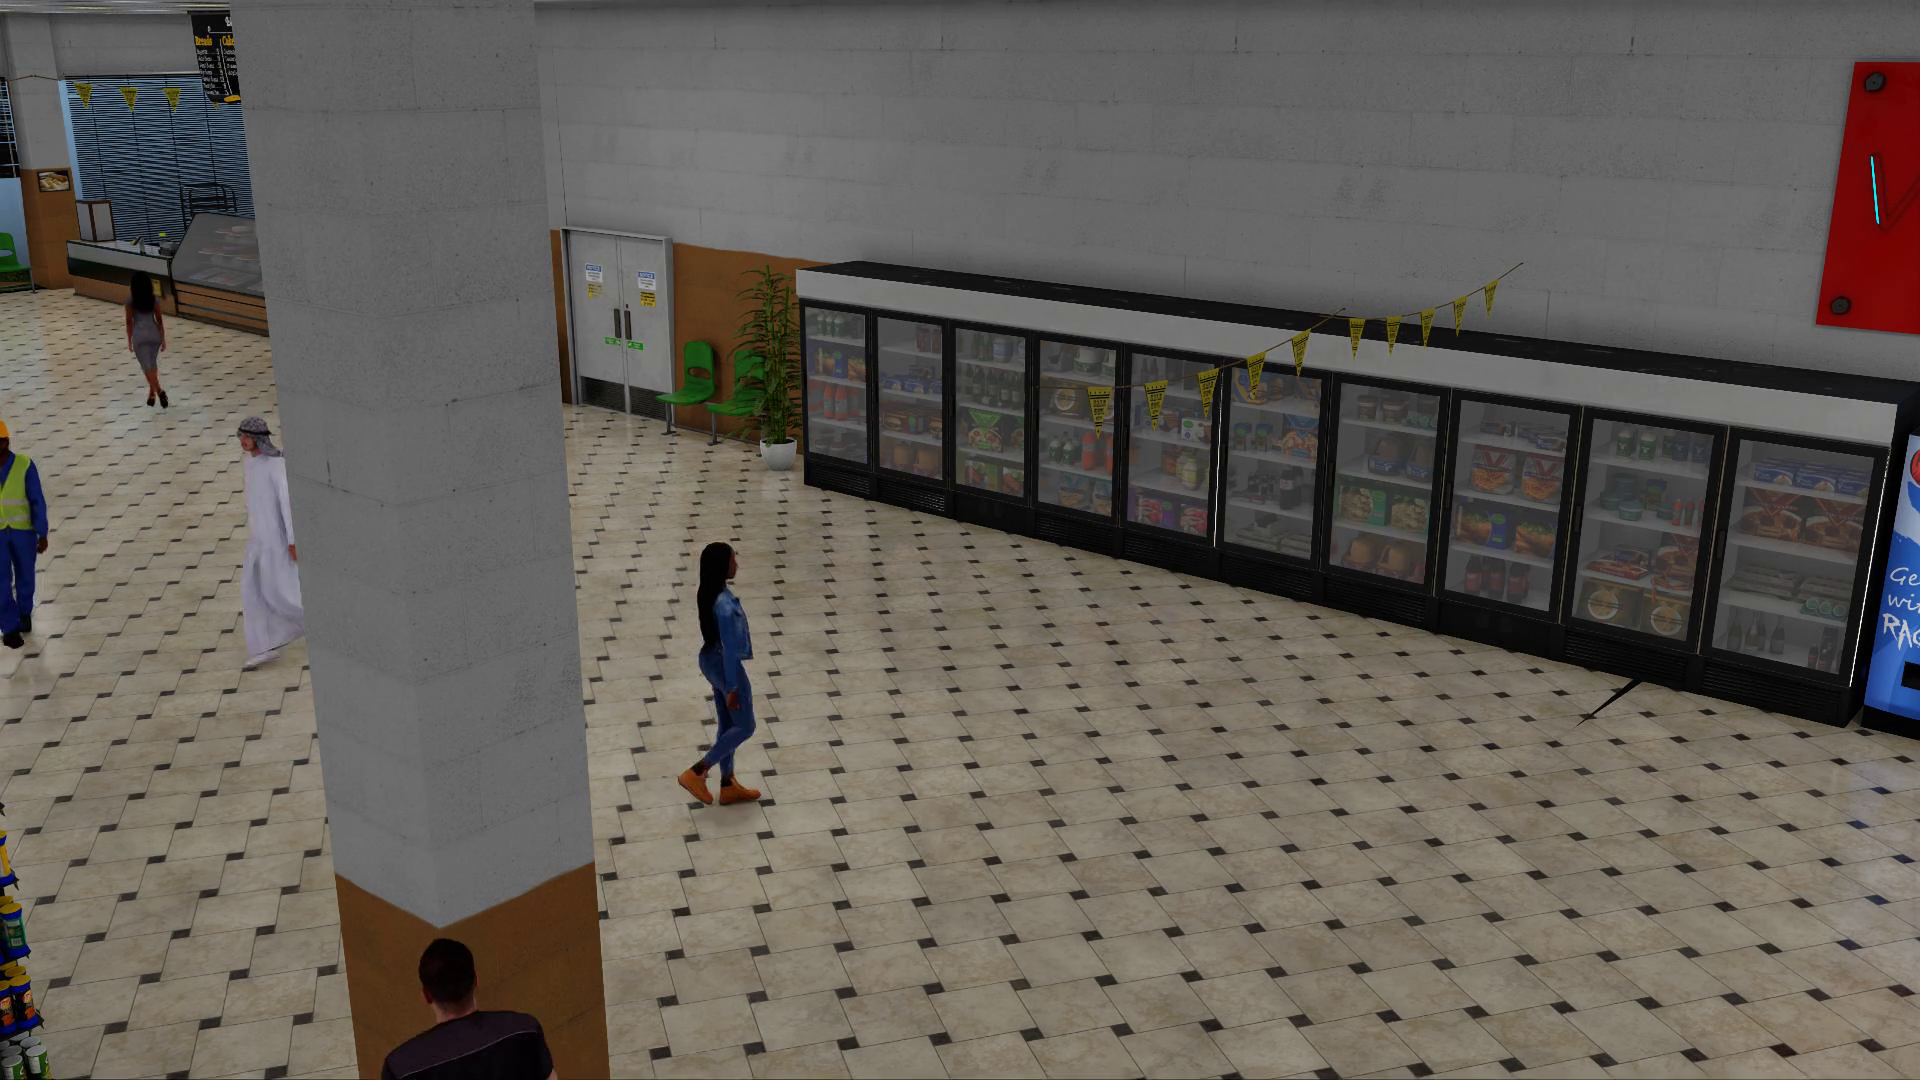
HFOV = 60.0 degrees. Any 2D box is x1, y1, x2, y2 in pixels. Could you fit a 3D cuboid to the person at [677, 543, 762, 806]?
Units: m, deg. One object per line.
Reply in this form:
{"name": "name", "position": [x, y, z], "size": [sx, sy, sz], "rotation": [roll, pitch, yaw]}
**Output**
{"name": "person", "position": [-1.529, 0.849, 10.141], "size": [0.886, 1.699, 0.781], "rotation": [-7, 18, -23]}

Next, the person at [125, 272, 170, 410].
{"name": "person", "position": [-10.233, -2.470, 20.985], "size": [1.022, 1.750, 0.721], "rotation": [-16, 23, -42]}

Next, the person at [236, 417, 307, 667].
{"name": "person", "position": [-5.134, -0.020, 12.675], "size": [0.737, 1.890, 1.130], "rotation": [13, 21, 37]}

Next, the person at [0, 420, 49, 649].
{"name": "person", "position": [-7.450, -0.077, 13.066], "size": [1.217, 1.772, 1.023], "rotation": [-8, 19, -26]}

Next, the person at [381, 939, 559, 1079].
{"name": "person", "position": [-1.558, 2.217, 5.443], "size": [1.010, 1.811, 1.098], "rotation": [-7, 18, -23]}
